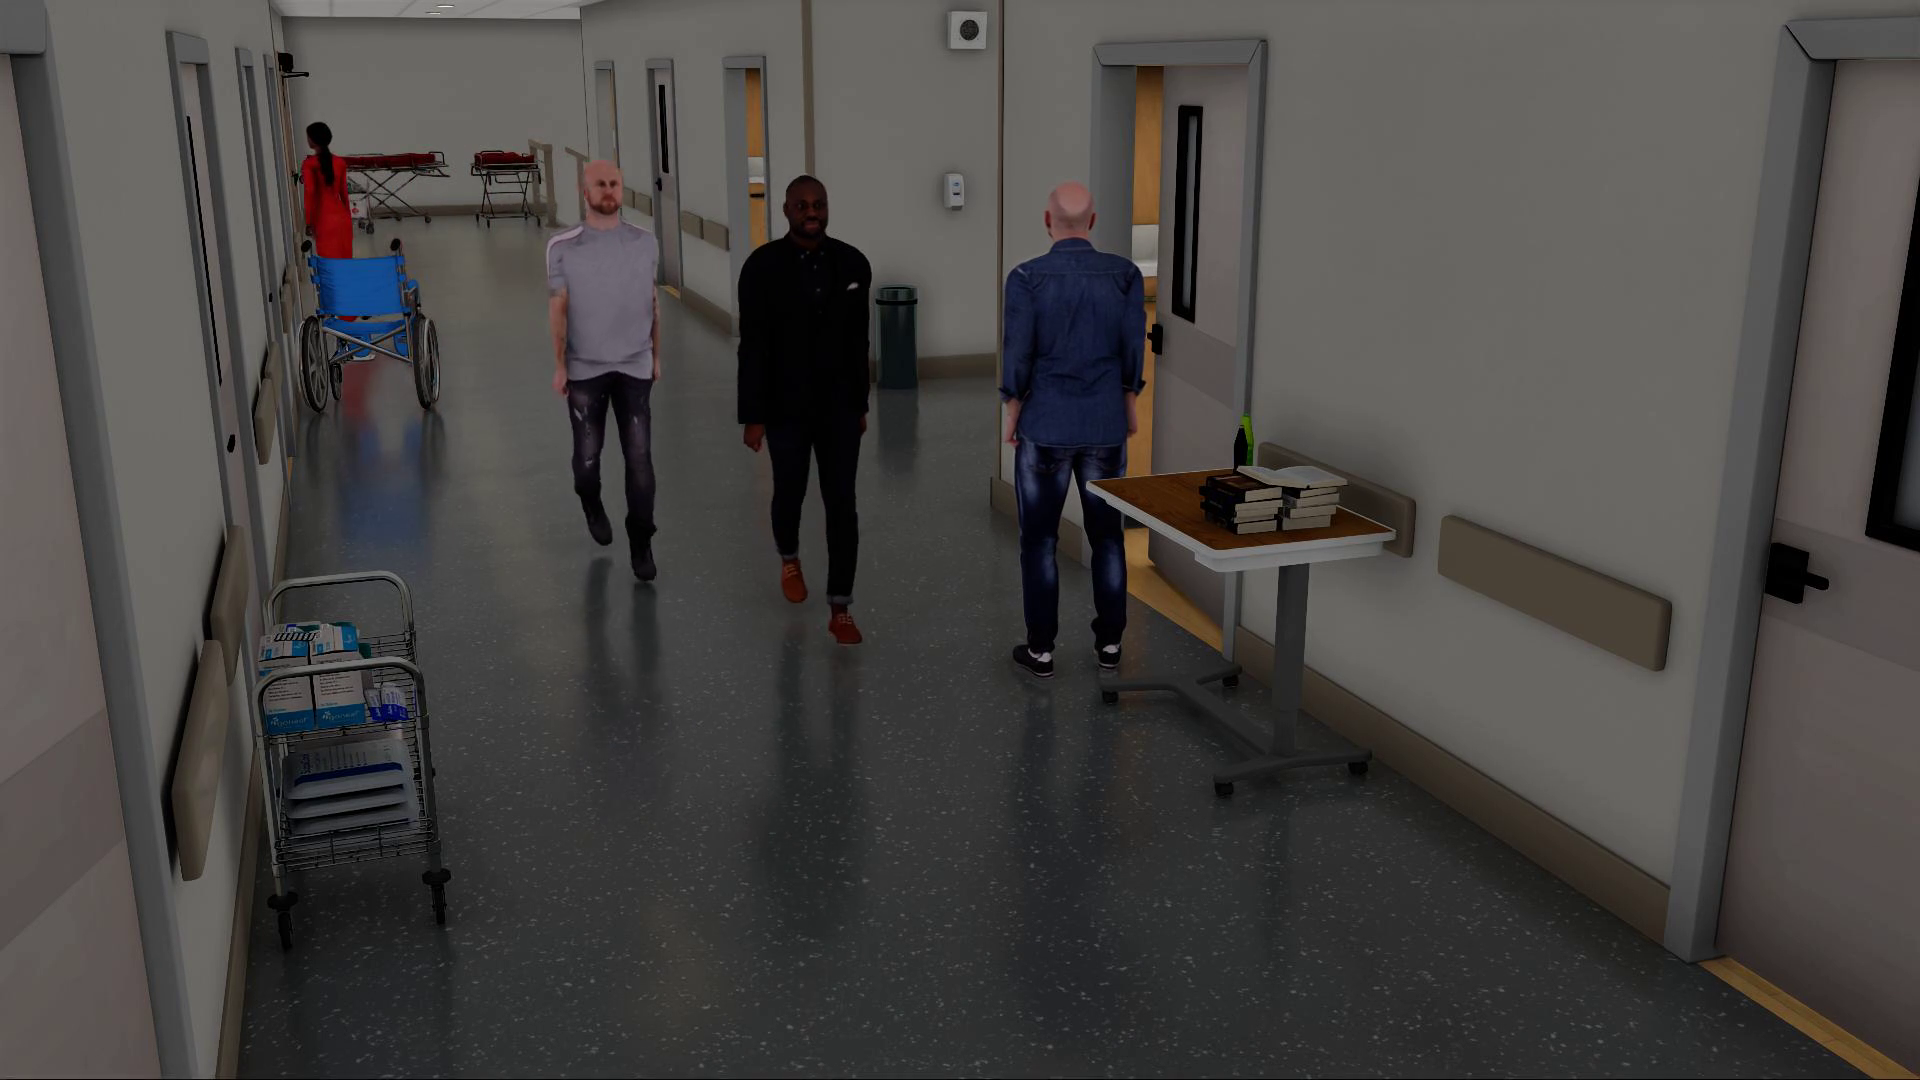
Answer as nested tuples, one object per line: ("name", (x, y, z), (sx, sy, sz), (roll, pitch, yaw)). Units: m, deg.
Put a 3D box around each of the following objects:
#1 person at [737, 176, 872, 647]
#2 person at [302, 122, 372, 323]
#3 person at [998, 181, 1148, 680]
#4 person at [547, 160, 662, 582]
("person", (-0.616, -0.520, 6.654), (0.776, 1.779, 1.201), (-4, 16, -15))
("person", (-5.353, -2.677, 14.319), (0.883, 1.770, 0.826), (7, 17, 23))
("person", (0.411, -0.395, 6.126), (0.740, 1.825, 0.622), (-3, 16, -12))
("person", (-1.614, -0.778, 7.529), (0.672, 1.801, 1.206), (-5, 17, -18))
